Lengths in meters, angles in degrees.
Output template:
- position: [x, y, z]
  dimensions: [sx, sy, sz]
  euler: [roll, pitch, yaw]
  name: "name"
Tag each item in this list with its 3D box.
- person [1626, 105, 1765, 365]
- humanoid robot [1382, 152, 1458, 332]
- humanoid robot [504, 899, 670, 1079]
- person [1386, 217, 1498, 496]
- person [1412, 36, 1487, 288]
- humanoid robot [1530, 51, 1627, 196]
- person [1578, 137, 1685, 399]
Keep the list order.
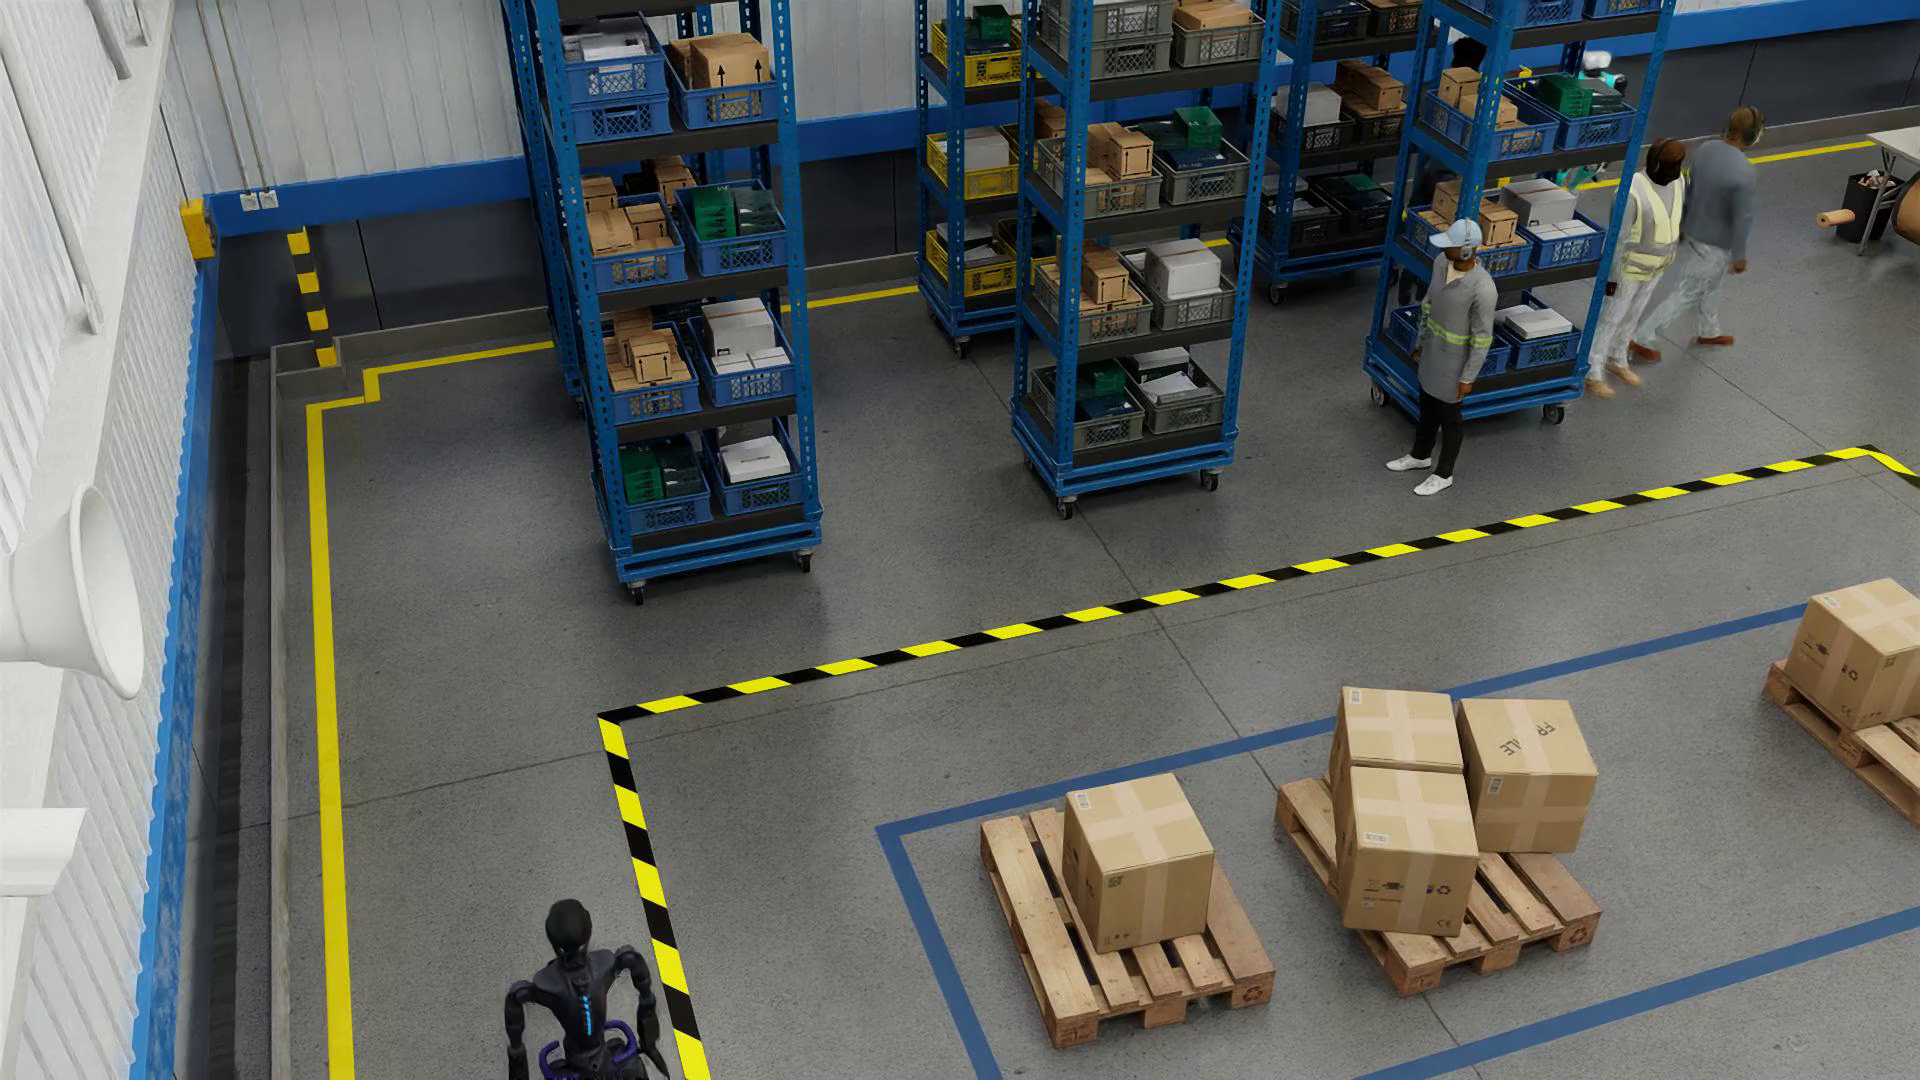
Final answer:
- position: [5.239, -2.120, 11.664]
  dimensions: [0.974, 1.896, 0.637]
  euler: [-5, 35, -6]
  name: "person"
- position: [3.431, -2.217, 11.980]
  dimensions: [0.557, 1.639, 0.585]
  euler: [-5, 36, -7]
  name: "humanoid robot"
- position: [-1.368, 1.963, 6.103]
  dimensions: [0.609, 1.638, 0.792]
  euler: [-18, 39, -24]
  name: "humanoid robot"
- position: [2.986, -1.132, 10.288]
  dimensions: [0.388, 1.849, 0.596]
  euler: [-11, 37, -16]
  name: "person"
- position: [3.747, -2.838, 12.609]
  dimensions: [0.363, 1.962, 0.611]
  euler: [24, 42, 30]
  name: "person"
- position: [4.752, -3.022, 13.063]
  dimensions: [0.569, 1.784, 0.671]
  euler: [-3, 35, -4]
  name: "humanoid robot"
- position: [4.607, -1.858, 11.325]
  dimensions: [0.632, 1.841, 0.429]
  euler: [-21, 40, -27]
  name: "person"
